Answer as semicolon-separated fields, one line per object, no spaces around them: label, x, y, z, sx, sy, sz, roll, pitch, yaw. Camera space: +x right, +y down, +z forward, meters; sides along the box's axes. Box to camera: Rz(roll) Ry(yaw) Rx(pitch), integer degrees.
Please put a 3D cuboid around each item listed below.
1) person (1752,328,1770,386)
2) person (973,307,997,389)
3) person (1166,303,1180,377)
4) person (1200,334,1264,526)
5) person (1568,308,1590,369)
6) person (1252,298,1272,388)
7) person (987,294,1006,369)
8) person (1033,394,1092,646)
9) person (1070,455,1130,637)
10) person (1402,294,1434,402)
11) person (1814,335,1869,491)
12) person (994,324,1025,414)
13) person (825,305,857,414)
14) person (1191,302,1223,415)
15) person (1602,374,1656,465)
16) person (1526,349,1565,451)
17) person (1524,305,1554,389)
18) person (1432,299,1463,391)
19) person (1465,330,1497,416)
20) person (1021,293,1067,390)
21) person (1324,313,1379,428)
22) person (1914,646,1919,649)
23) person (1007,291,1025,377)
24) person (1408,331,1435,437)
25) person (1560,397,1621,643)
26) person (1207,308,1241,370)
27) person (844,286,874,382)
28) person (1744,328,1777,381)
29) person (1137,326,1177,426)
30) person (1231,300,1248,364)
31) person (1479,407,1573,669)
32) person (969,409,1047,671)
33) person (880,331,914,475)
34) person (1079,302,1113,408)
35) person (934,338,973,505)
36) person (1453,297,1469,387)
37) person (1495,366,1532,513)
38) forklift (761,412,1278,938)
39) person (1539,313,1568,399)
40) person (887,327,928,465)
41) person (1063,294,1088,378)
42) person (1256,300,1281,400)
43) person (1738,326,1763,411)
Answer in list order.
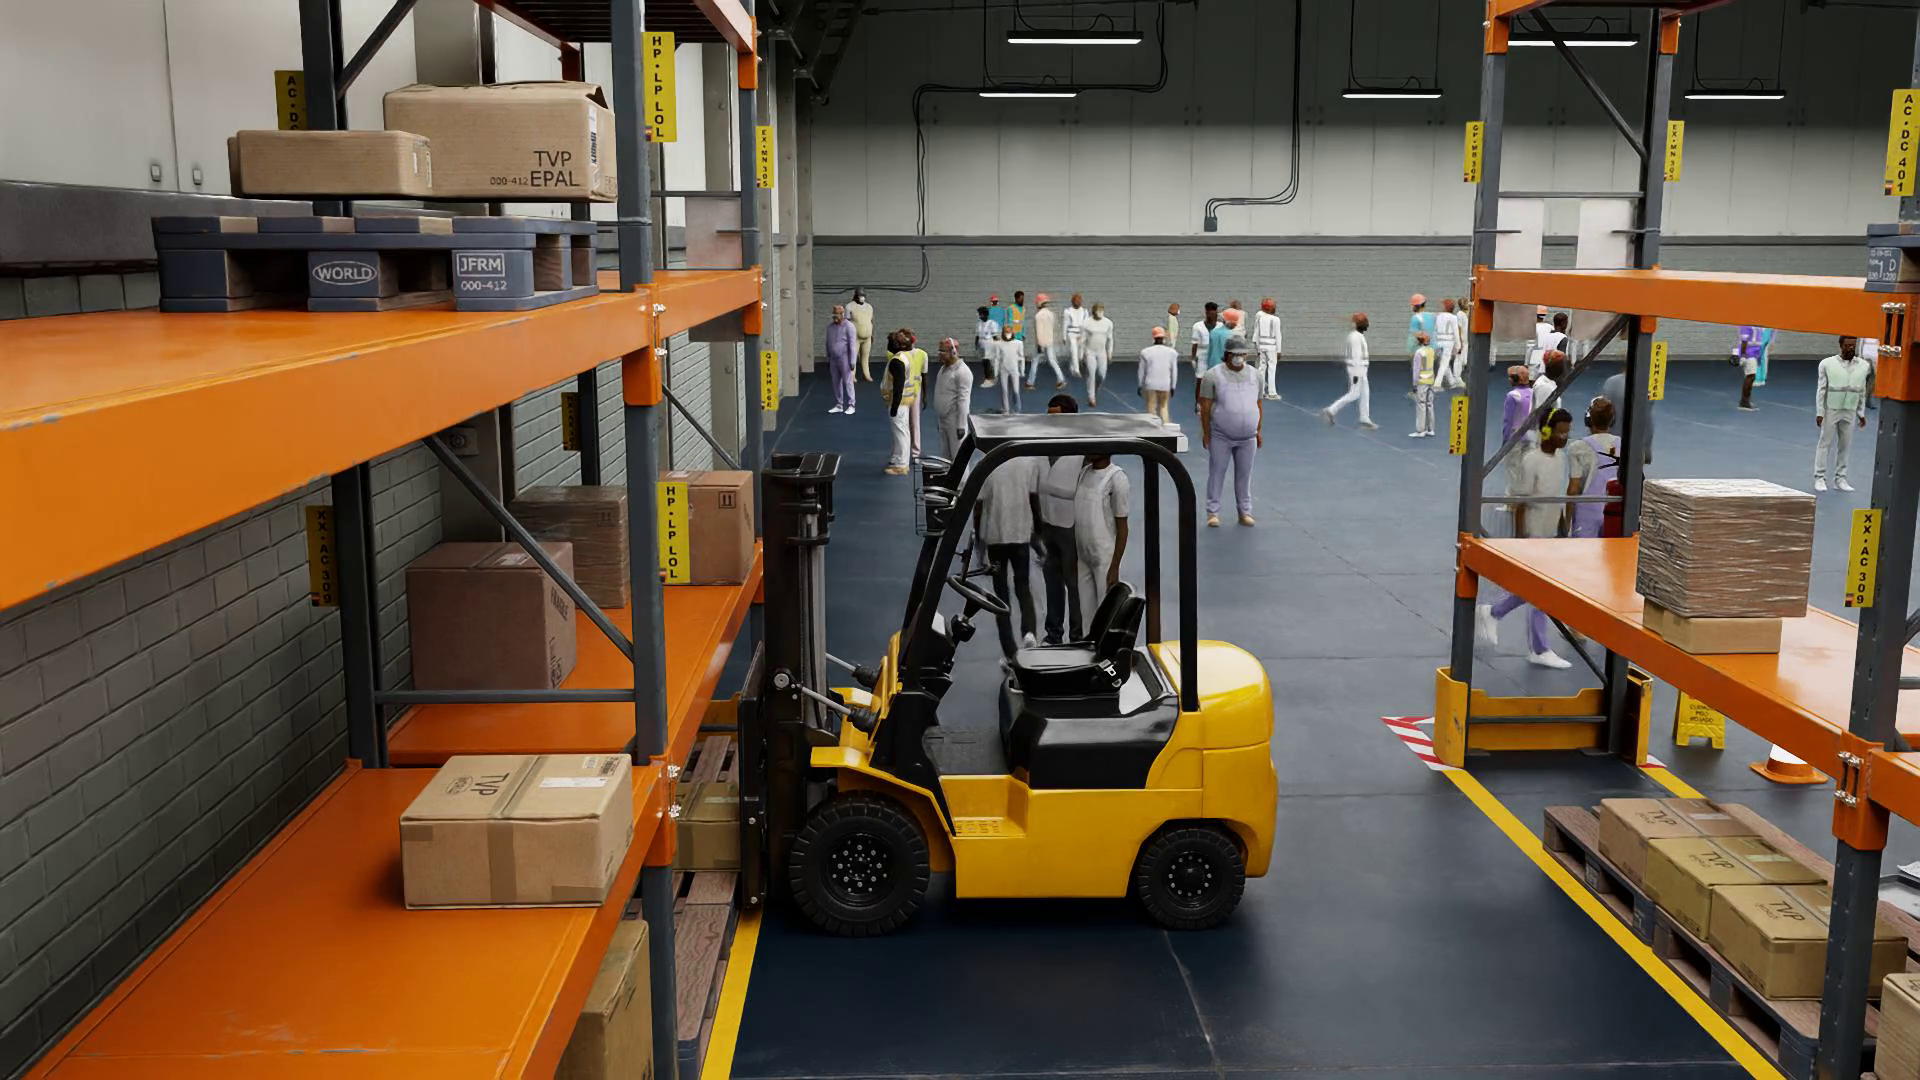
person;16.612;-4.105;34.518;0.522;1.833;0.339;-9;14;-42
person;0.469;-3.908;33.872;0.666;1.664;0.544;-8;13;-39
person;4.719;-4.431;36.909;0.279;1.627;0.499;2;10;13
person;2.882;-1.152;17.475;0.688;2.000;0.539;-2;10;-9
person;14.669;-5.010;39.261;0.604;1.937;0.402;6;12;31
person;6.209;-4.038;34.112;0.390;1.841;0.563;6;12;28
person;0.818;-4.912;39.231;0.565;1.748;0.339;-8;13;-38
person;0.741;-0.080;11.846;0.391;1.920;0.593;-8;13;-37
person;0.894;0.137;10.843;0.345;1.847;0.508;-6;12;-30
person;8.498;-3.582;31.088;0.626;2.010;0.817;-9;14;-41
person;10.573;-1.540;19.980;0.587;1.920;0.392;0;10;0
person;0.819;-2.782;27.717;0.506;1.619;0.349;1;10;4
person;-2.083;-3.131;28.939;0.662;1.896;0.401;9;13;40
person;4.310;-3.130;28.716;0.644;1.961;0.366;0;10;-1
person;6.757;-0.970;16.894;0.395;1.904;0.720;-4;11;-20
person;6.146;-1.072;17.494;0.358;1.878;0.589;5;11;25
person;9.838;-3.054;28.355;0.542;1.939;0.361;-4;11;-21
person;9.850;-3.913;33.448;0.938;1.832;0.597;-5;11;-27
person;8.981;-3.103;28.687;0.605;1.916;0.456;-3;11;-16
person;1.741;-4.004;33.630;1.005;1.955;0.637;7;13;36
person;6.318;-2.712;26.689;0.804;1.859;0.583;4;11;21
person;7.270;0.043;11.463;0.996;1.817;0.535;4;11;23
person;1.239;-4.573;36.946;0.414;1.904;0.601;7;12;35
person;7.106;-2.388;25.530;0.506;1.632;0.316;-10;14;-44
person;4.737;-0.144;12.409;0.506;1.846;0.351;-1;10;-4
person;4.154;-2.663;26.135;0.417;1.955;0.643;-7;12;-34
person;-2.115;-4.391;35.522;0.683;2.000;0.538;-6;12;-32
person;16.993;-4.232;35.348;0.638;1.785;0.415;6;12;30
person;2.927;-2.310;24.783;0.578;1.733;0.470;-1;10;-7
person;6.522;-4.814;39.064;0.576;1.619;0.336;-5;11;-24
person;4.059;-0.040;11.834;0.709;1.843;0.536;10;14;43
person;0.340;0.024;11.465;0.557;1.845;0.482;-2;10;-12
person;-0.809;-1.764;21.444;0.429;1.842;0.637;1;10;8
person;2.443;-3.371;30.188;0.655;1.918;0.557;-2;10;-13
person;-0.104;-1.349;18.974;0.396;1.901;0.652;-5;11;-25
person;10.353;-4.074;34.299;0.345;1.847;0.508;4;11;24
person;6.168;-1.111;18.402;0.521;1.632;0.313;-8;13;-38
forklift;0.291;0.548;7.580;2.313;2.155;1.214;0;10;-2
person;9.100;-2.523;25.489;0.397;1.911;0.588;-1;10;-8
person;-0.707;-1.937;22.388;0.564;1.847;0.396;2;10;9
person;2.549;-4.528;36.861;0.591;1.844;0.970;-3;11;-18
person;5.875;-3.609;31.606;0.354;1.883;0.573;-8;13;-38
person;14.081;-3.269;29.507;0.641;1.948;0.441;-9;14;-42
